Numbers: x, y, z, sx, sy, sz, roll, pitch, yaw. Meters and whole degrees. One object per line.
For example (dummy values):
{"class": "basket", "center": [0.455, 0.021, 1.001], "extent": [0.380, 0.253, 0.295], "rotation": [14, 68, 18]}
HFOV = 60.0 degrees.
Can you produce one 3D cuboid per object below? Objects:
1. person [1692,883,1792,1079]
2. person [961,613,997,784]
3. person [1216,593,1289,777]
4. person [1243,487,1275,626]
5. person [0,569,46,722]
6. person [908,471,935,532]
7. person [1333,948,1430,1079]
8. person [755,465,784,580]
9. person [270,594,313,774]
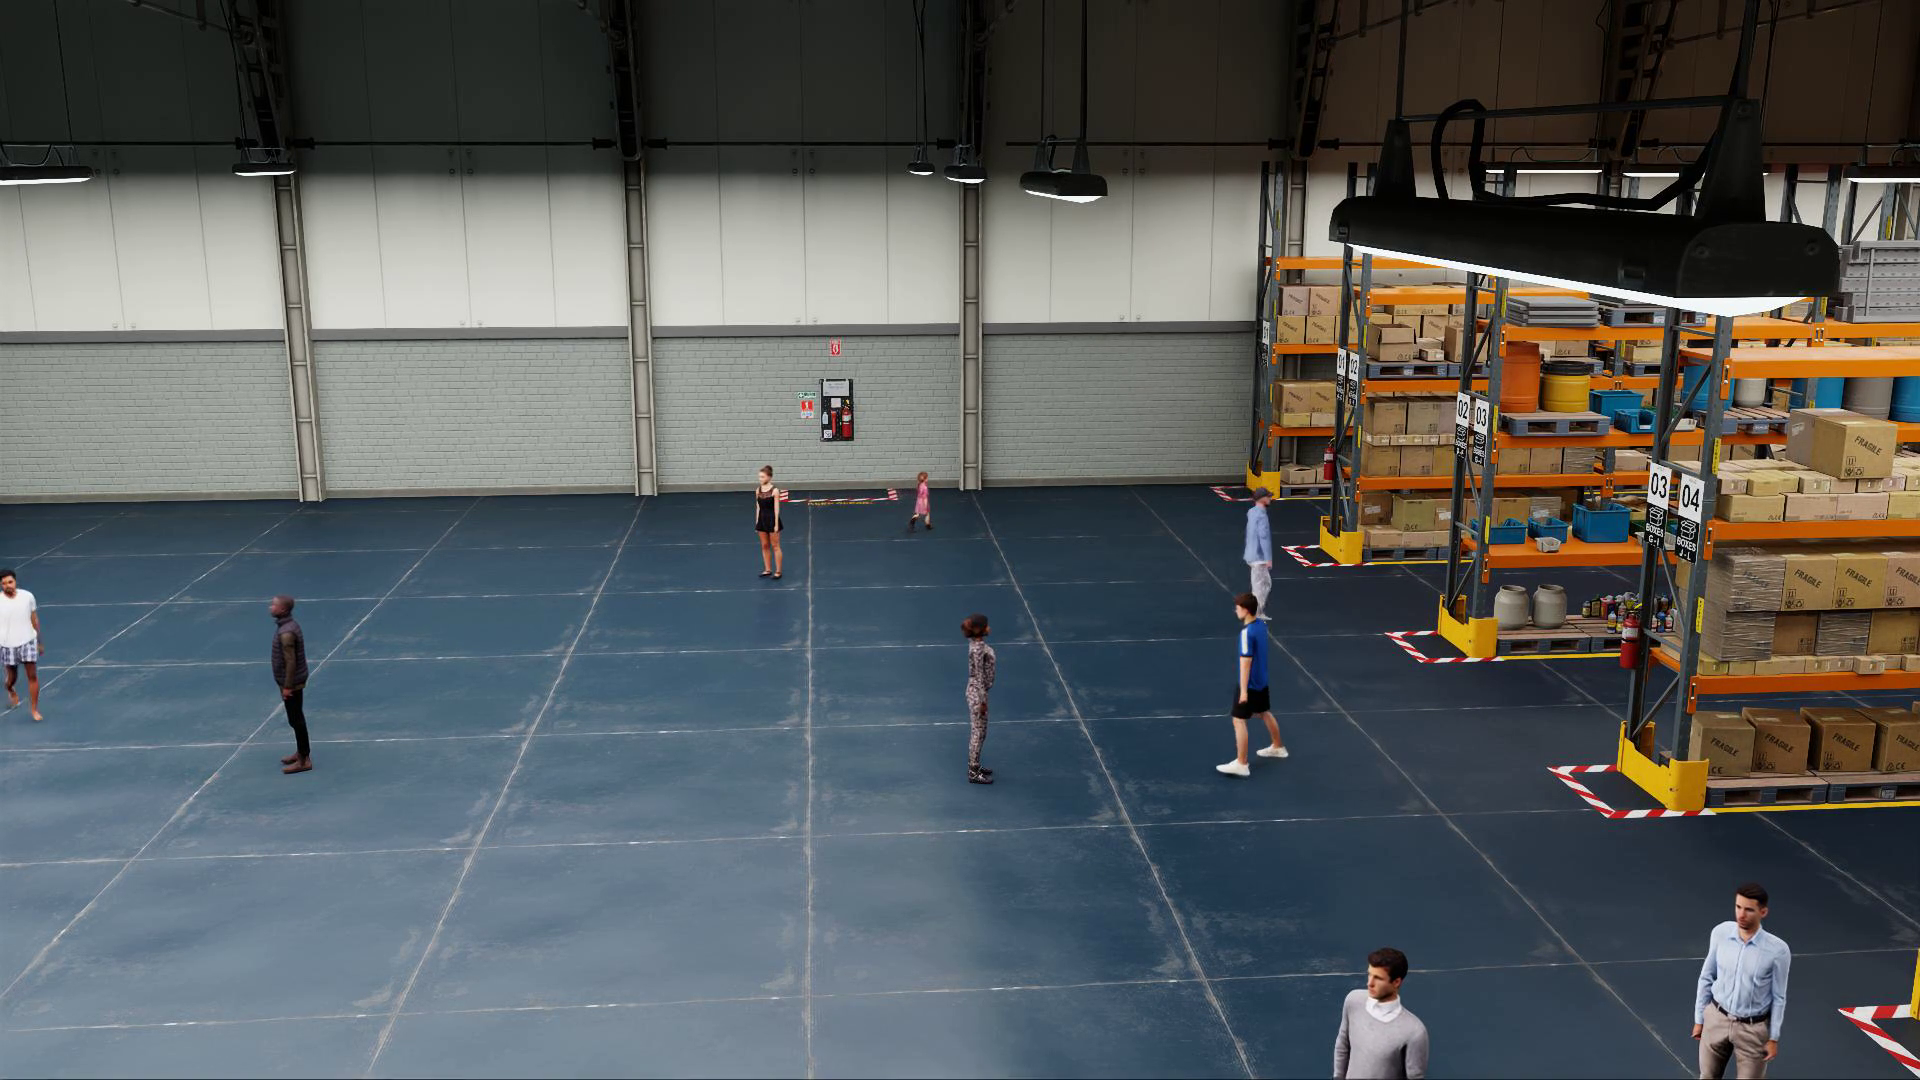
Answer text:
{"class": "person", "center": [4.757, 2.963, 10.168], "extent": [0.752, 1.846, 0.809], "rotation": [11, 17, 40]}
{"class": "person", "center": [0.187, 1.556, 16.534], "extent": [0.583, 1.715, 0.592], "rotation": [0, 13, 1]}
{"class": "person", "center": [2.933, 1.447, 16.742], "extent": [1.070, 1.834, 1.070], "rotation": [6, 14, 25]}
{"class": "person", "center": [3.846, 0.229, 21.910], "extent": [0.645, 1.876, 0.660], "rotation": [-2, 13, -7]}
{"class": "person", "center": [-10.427, 1.135, 18.378], "extent": [1.000, 1.704, 1.010], "rotation": [-11, 17, -39]}
{"class": "person", "center": [-0.653, -0.632, 27.552], "extent": [0.762, 1.008, 0.637], "rotation": [-10, 16, -36]}
{"class": "person", "center": [2.308, 3.146, 9.209], "extent": [0.832, 1.923, 0.838], "rotation": [-9, 16, -34]}
{"class": "person", "center": [-2.805, -0.267, 24.487], "extent": [0.670, 1.680, 0.751], "rotation": [8, 15, 31]}
{"class": "person", "center": [-6.760, 1.429, 16.816], "extent": [0.684, 1.835, 0.757], "rotation": [-5, 14, -21]}
